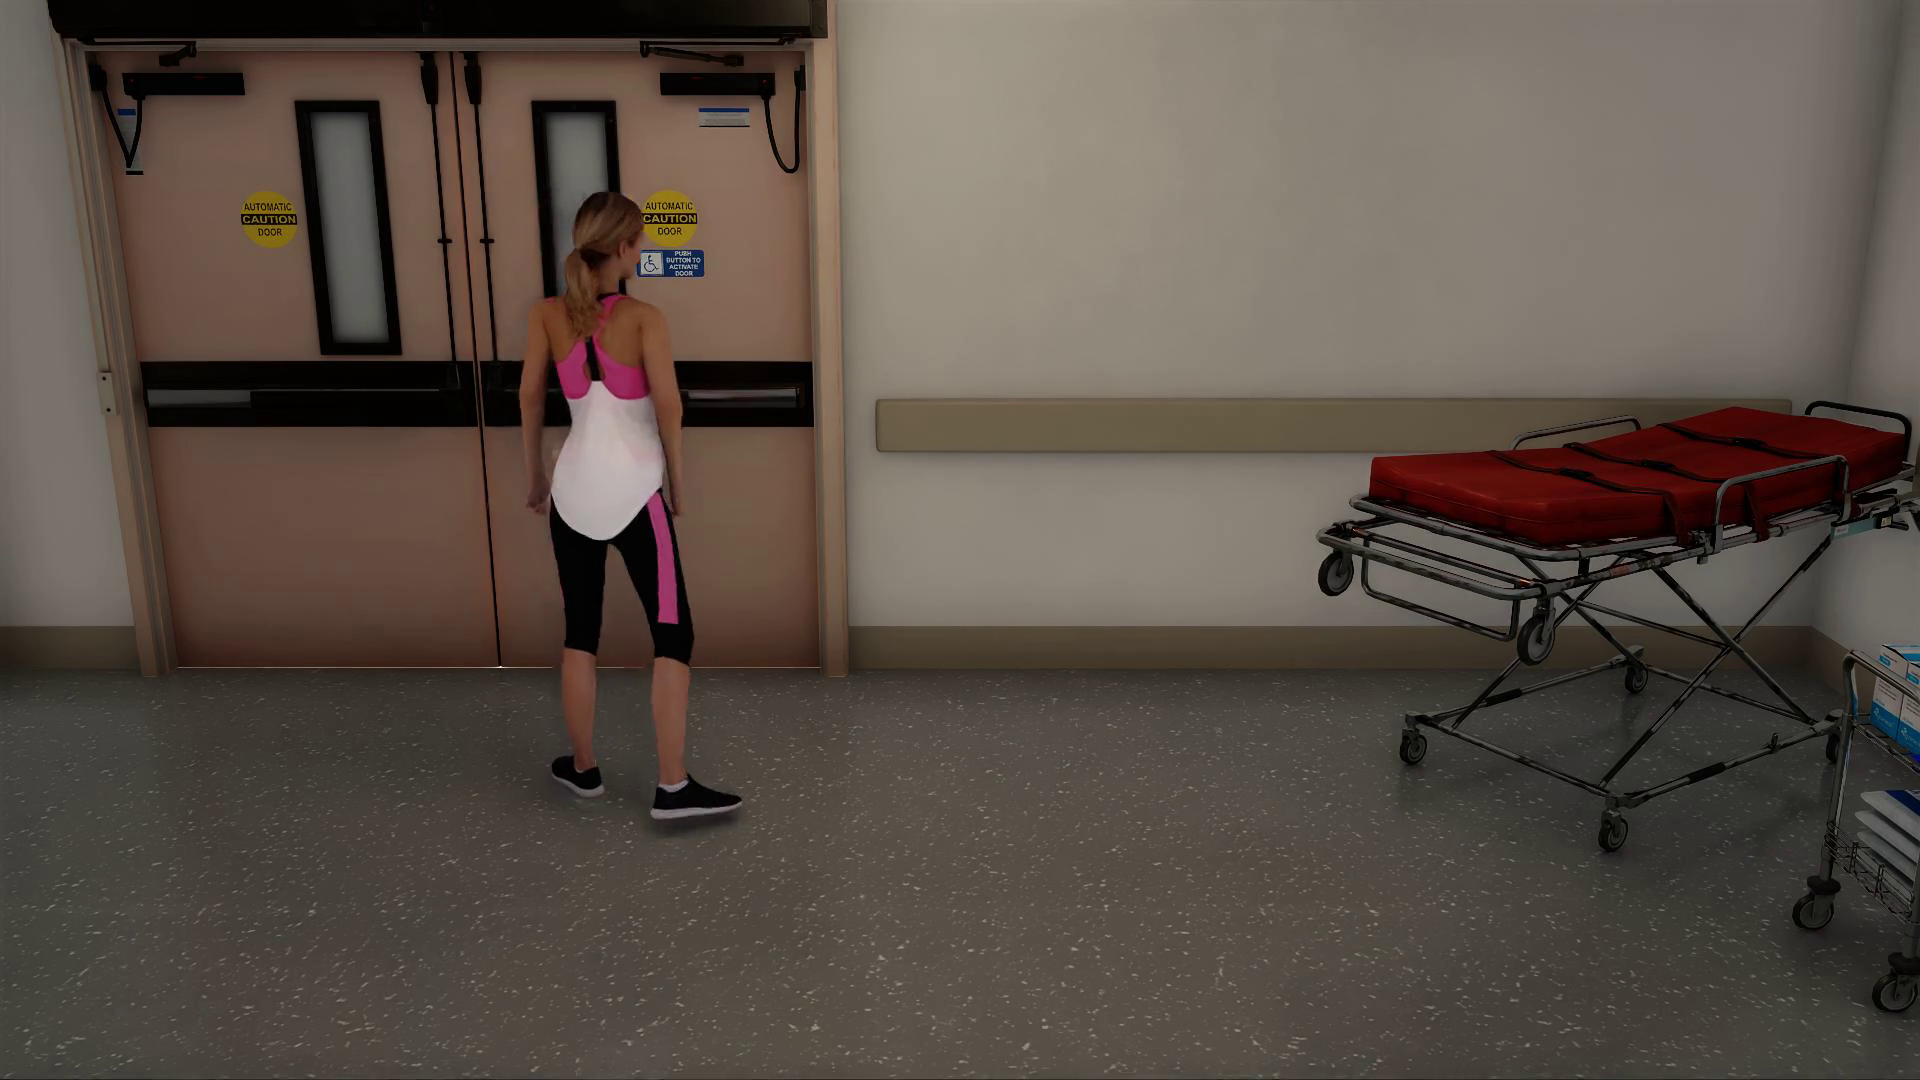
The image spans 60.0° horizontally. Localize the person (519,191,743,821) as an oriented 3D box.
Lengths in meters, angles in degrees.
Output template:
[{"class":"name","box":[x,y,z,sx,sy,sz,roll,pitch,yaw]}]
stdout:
[{"class":"person","box":[-1.043,-0.083,4.738,0.918,1.775,0.776,1,16,4]}]
